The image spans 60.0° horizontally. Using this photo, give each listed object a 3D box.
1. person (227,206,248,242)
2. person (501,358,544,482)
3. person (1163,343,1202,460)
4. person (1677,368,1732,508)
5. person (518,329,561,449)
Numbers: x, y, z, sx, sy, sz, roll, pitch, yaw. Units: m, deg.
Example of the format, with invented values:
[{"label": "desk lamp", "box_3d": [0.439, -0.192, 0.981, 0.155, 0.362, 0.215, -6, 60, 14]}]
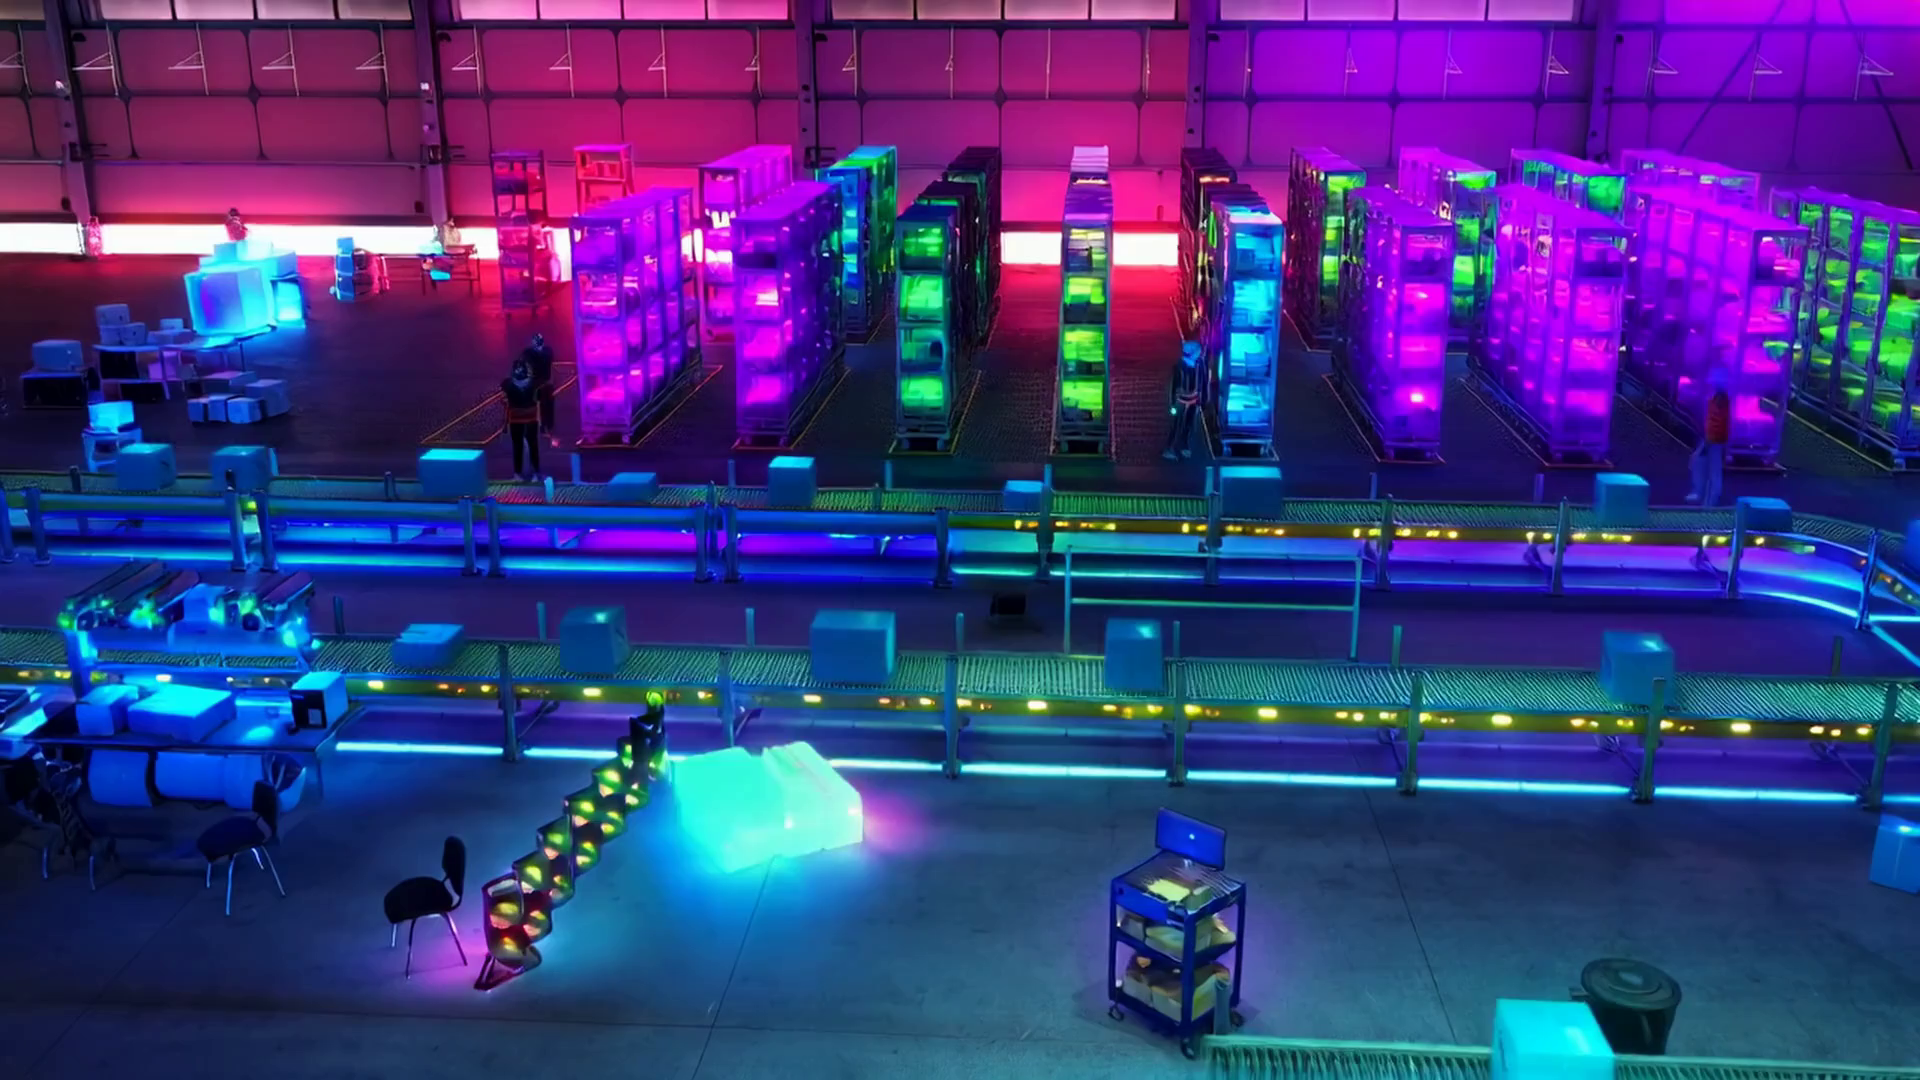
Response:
[{"label": "person", "box_3d": [-18.244, -7.506, 42.226, 0.480, 1.921, 0.579, 8, 19, 25]}, {"label": "person", "box_3d": [-6.289, -1.716, 23.980, 0.564, 1.848, 0.390, -5, 18, -17]}, {"label": "person", "box_3d": [3.423, -2.101, 25.308, 0.598, 1.793, 0.465, -15, 23, -39]}, {"label": "person", "box_3d": [10.150, -1.369, 22.666, 0.704, 1.971, 0.654, 6, 18, 17]}, {"label": "person", "box_3d": [-6.626, -2.397, 26.115, 0.652, 1.875, 0.873, -13, 22, -36]}]
